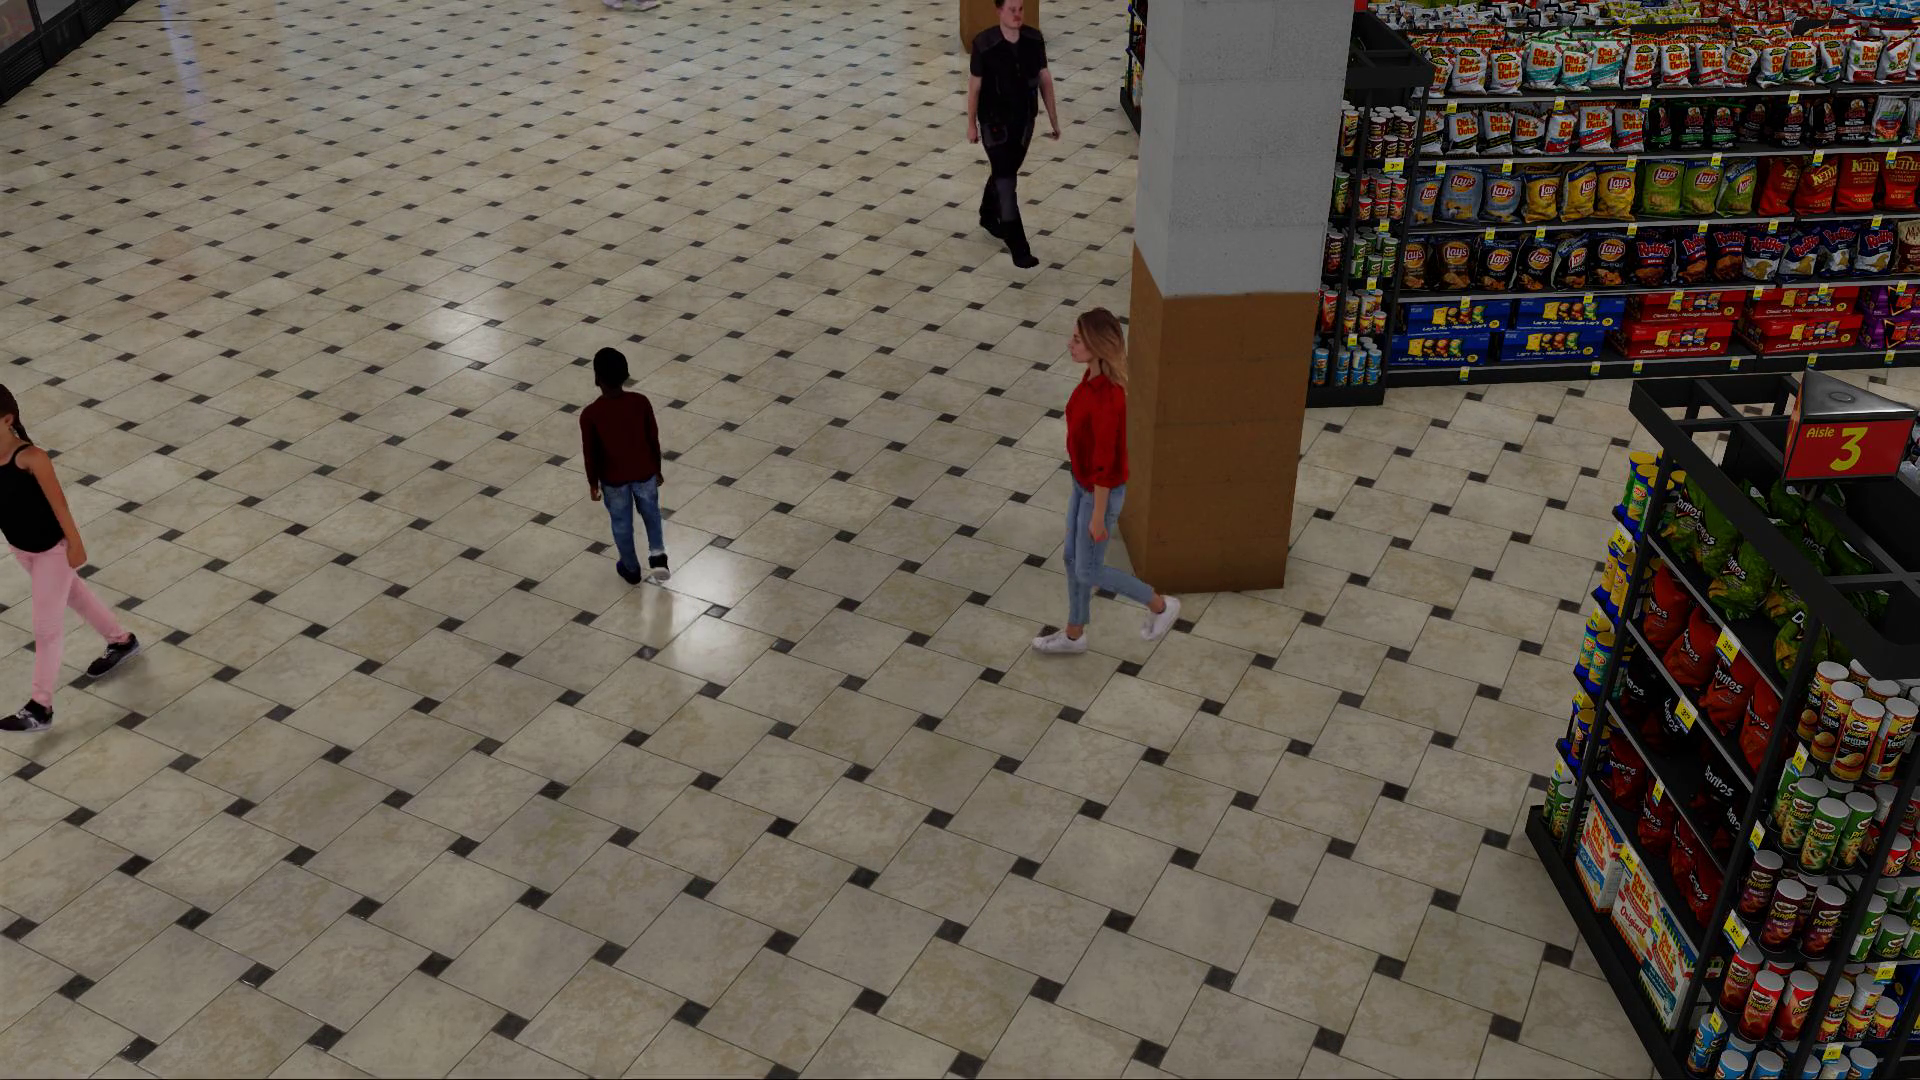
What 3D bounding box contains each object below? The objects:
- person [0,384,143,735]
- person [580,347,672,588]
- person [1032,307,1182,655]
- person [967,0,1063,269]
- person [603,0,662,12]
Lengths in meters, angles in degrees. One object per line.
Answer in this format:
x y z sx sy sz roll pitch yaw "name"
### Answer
-3.818 0.006 7.029 1.015 1.518 0.919 15 35 22 "person"
-1.537 -0.300 7.777 0.628 1.248 0.675 -14 35 -22 "person"
0.660 -0.197 7.195 0.893 1.688 0.648 0 32 -1 "person"
0.284 -2.825 11.322 1.283 1.789 1.116 -16 35 -24 "person"
-3.555 -6.365 16.911 1.182 1.895 1.126 -22 38 -31 "person"
